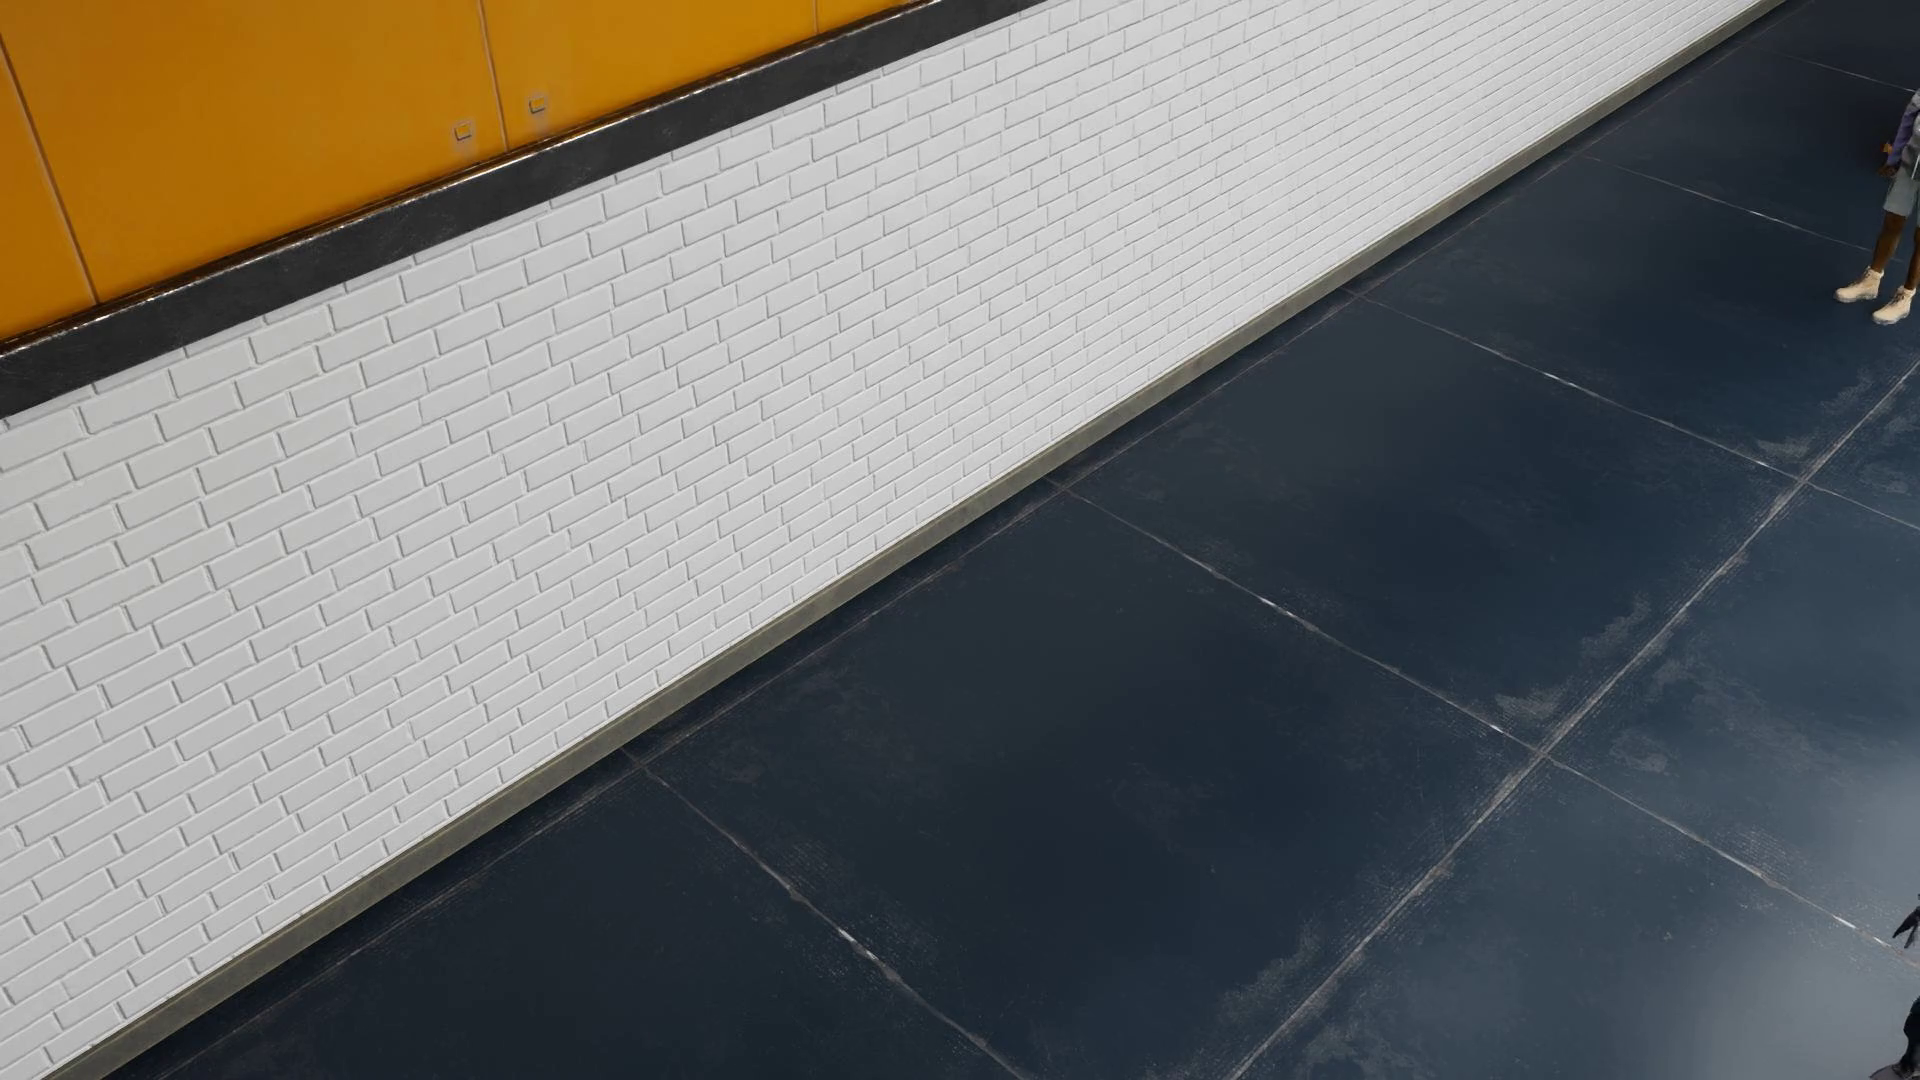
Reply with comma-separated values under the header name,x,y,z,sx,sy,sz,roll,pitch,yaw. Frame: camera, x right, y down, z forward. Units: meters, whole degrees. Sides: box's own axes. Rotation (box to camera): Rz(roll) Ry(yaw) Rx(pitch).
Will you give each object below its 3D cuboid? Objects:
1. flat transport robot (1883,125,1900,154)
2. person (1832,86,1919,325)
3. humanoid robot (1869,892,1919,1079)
name,x,y,z,sx,sy,sz,roll,pitch,yaw
flat transport robot,7.827,-2.902,12.547,1.431,0.231,0.659,27,46,30
person,6.046,-2.313,10.394,0.386,2.041,0.613,-15,41,-18
humanoid robot,3.649,1.484,5.935,0.333,1.644,0.589,-15,41,-18
